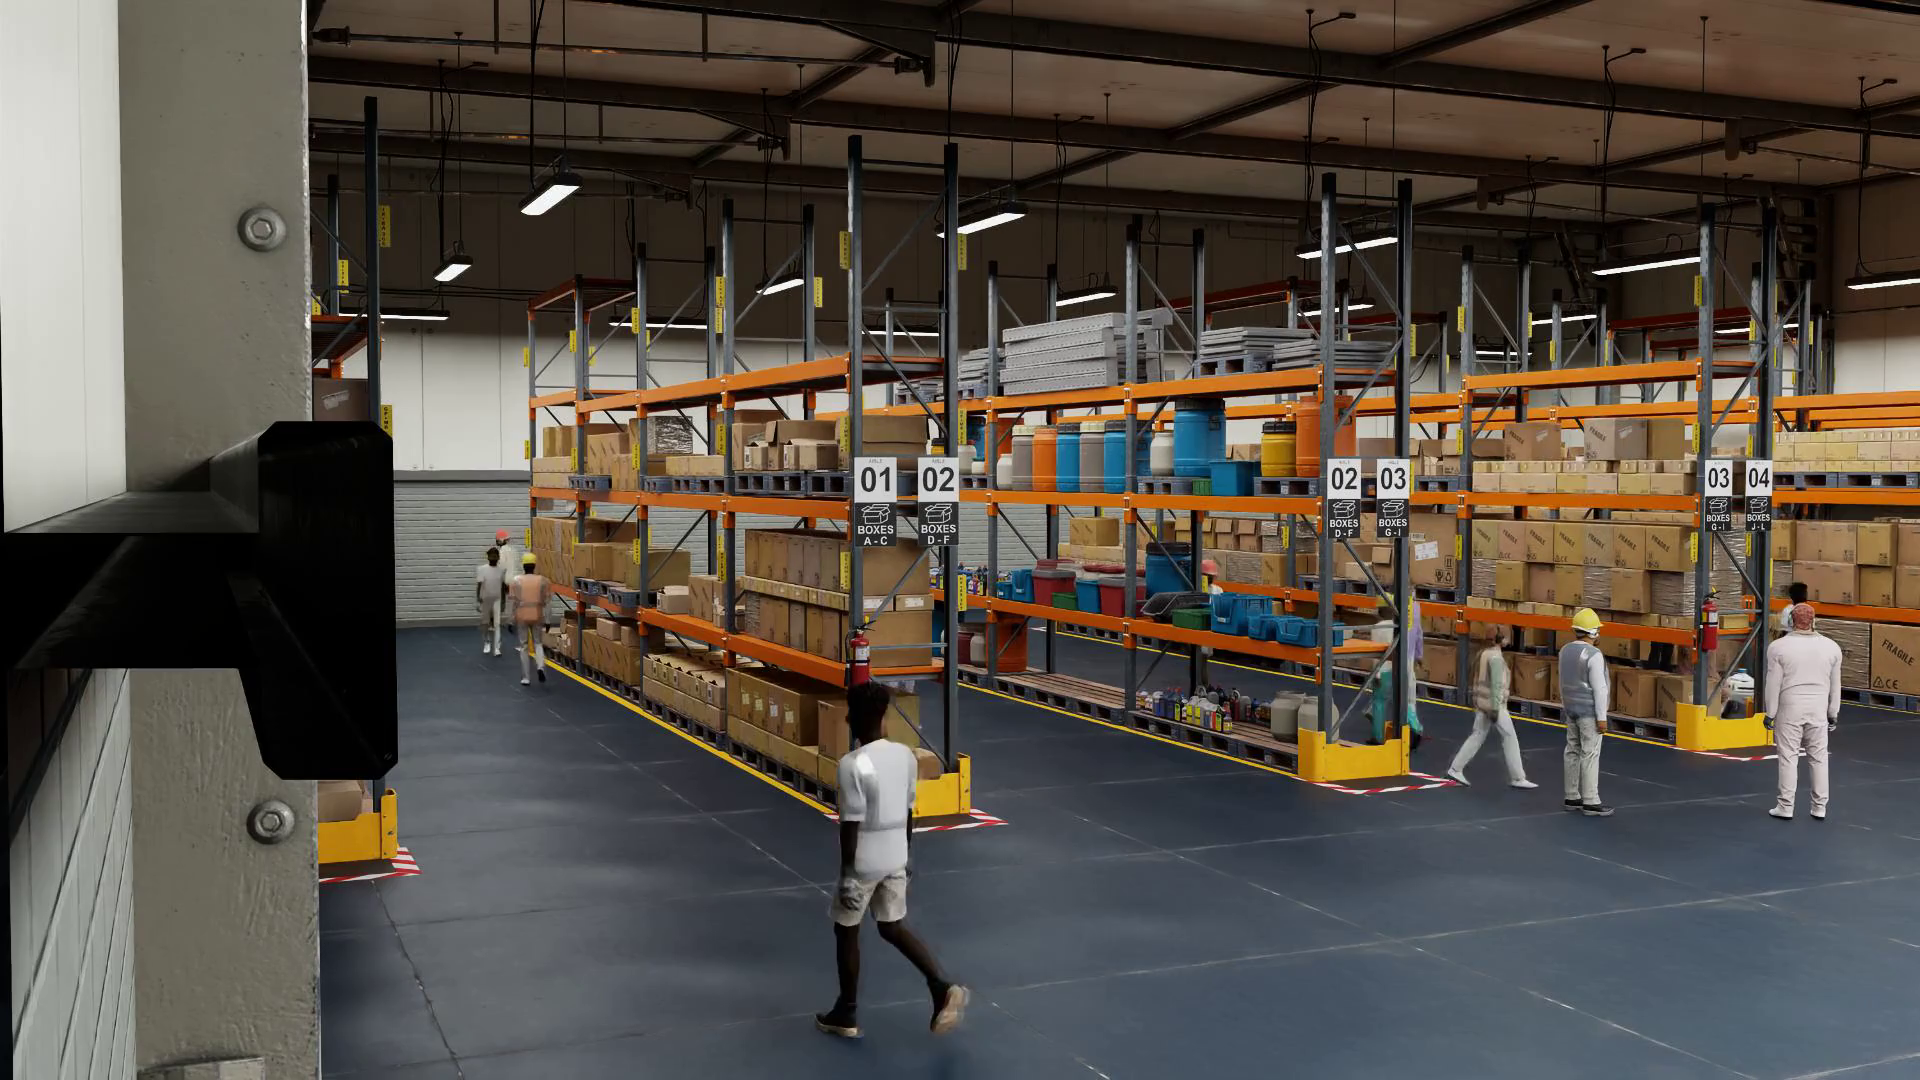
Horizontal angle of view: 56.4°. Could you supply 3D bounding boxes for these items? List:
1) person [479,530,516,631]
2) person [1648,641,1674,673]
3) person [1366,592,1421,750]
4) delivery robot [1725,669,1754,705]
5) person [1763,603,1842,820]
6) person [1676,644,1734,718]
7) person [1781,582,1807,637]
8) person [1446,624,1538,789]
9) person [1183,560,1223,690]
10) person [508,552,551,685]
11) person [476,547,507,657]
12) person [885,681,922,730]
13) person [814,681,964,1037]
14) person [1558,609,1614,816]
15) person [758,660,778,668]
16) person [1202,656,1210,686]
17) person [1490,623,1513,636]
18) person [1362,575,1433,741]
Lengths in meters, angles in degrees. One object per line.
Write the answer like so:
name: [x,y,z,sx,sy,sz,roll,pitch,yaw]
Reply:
person: [-8.769,0.771,34.662,1.022,1.948,0.636,0,2,8]
person: [9.730,1.164,24.755,0.587,1.920,0.393,-1,2,-27]
person: [4.808,1.443,19.842,0.518,1.731,0.802,-1,2,-18]
delivery robot: [9.978,1.884,22.855,0.477,0.478,0.707,1,2,17]
person: [7.425,1.512,15.827,0.651,1.907,0.409,0,2,3]
person: [9.249,1.275,22.373,0.640,1.880,0.862,-1,2,-17]
person: [10.666,1.359,22.982,0.538,1.668,0.821,-2,3,-43]
person: [5.139,1.606,17.393,0.840,1.603,0.525,0,2,1]
person: [3.277,1.214,23.643,0.561,1.894,0.963,-1,2,-20]
person: [-6.180,1.133,25.710,0.600,1.914,0.484,-1,2,-25]
person: [-7.866,1.015,29.989,0.538,1.825,0.970,-1,2,-25]
person: [-0.809,1.338,21.419,0.772,1.831,0.584,2,3,37]
person: [-0.401,1.735,9.705,0.813,1.943,0.613,2,3,37]
person: [5.639,1.535,16.115,0.404,1.836,0.599,-1,2,-16]
person: [-2.957,1.062,27.170,0.545,1.939,0.354,-2,3,-37]
person: [3.370,1.291,25.350,0.504,1.612,0.685,-1,2,-13]
person: [8.729,1.011,28.918,0.658,1.898,0.973,-1,2,-27]
person: [5.064,1.350,20.815,0.649,1.917,0.995,-2,3,-43]
